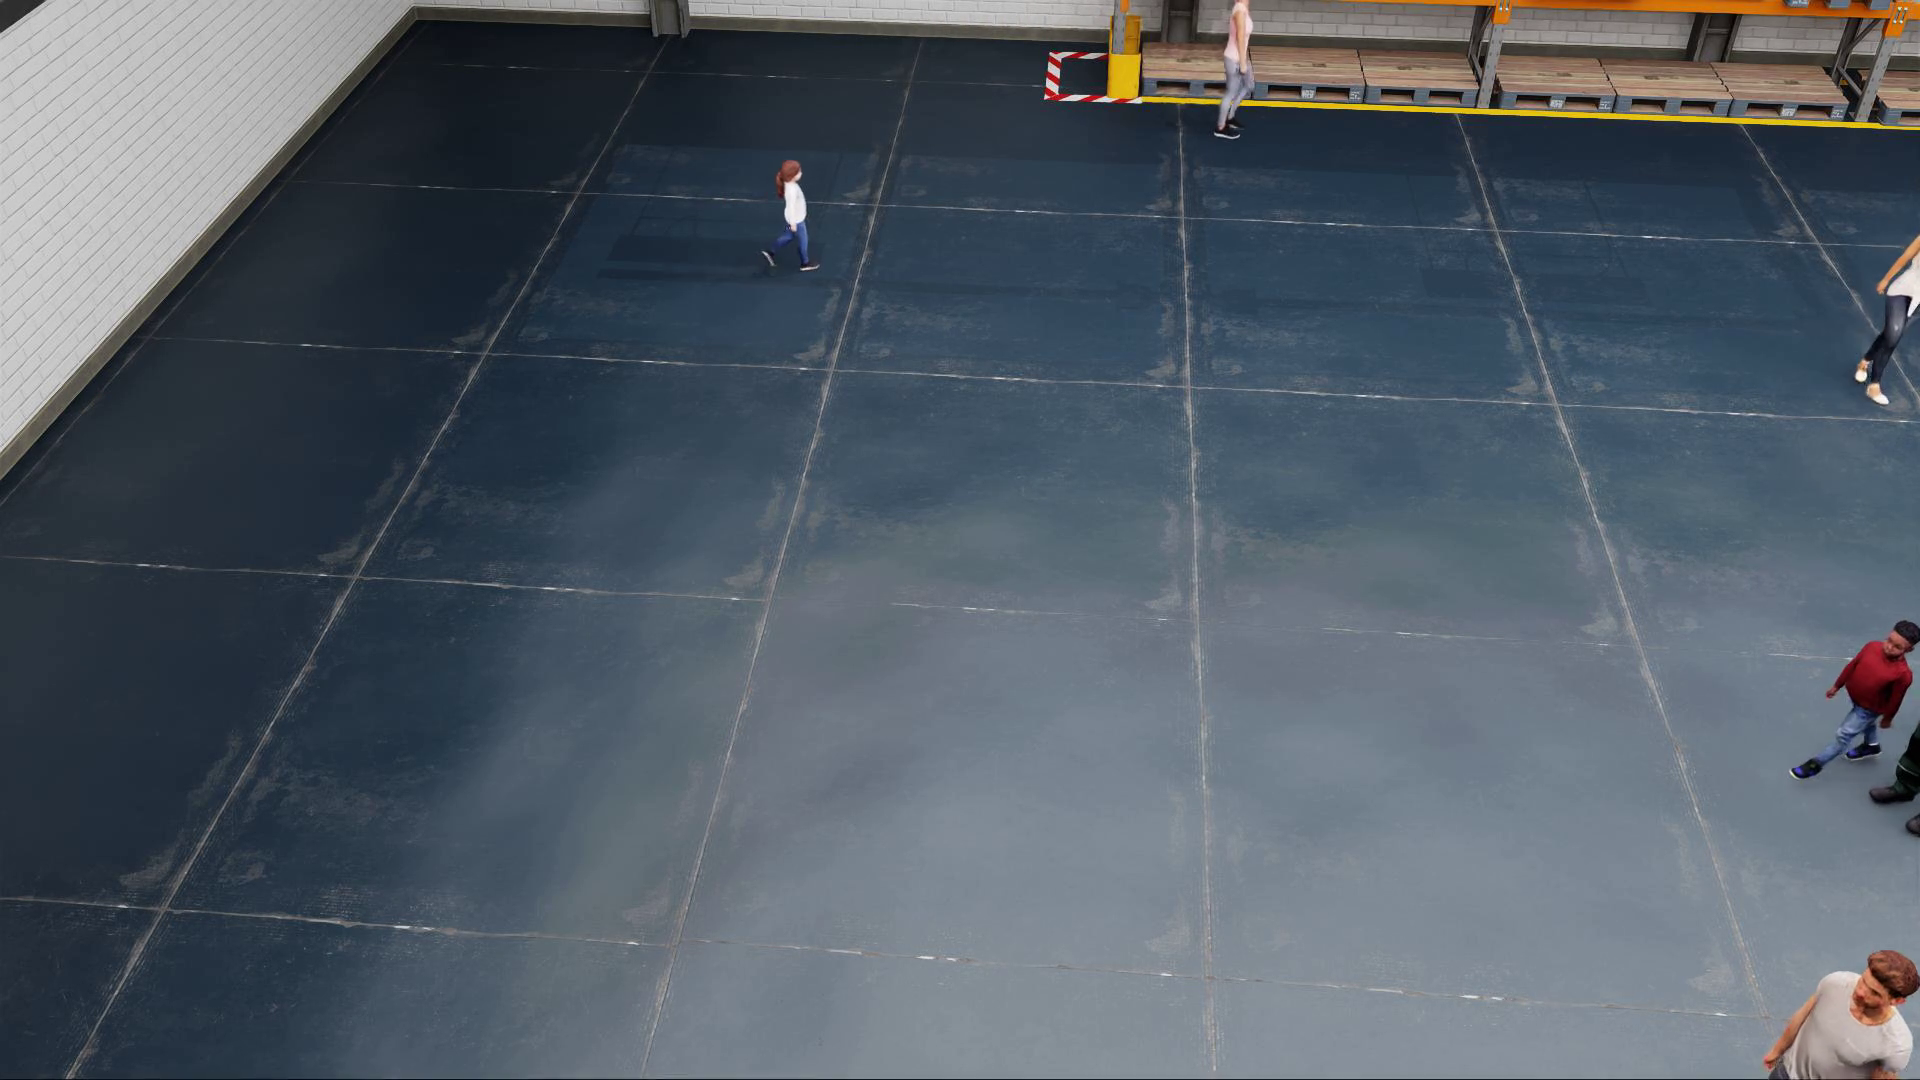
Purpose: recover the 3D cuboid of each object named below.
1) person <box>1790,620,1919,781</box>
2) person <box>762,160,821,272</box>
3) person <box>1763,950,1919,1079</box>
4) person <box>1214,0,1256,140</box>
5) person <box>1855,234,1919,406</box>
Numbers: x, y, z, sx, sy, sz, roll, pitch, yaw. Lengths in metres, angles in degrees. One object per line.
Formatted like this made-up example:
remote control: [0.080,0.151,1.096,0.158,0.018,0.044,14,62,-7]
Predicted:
person: [5.562,0.948,10.080,0.948,1.227,0.661,-7,39,-8]
person: [-1.556,-2.924,15.034,0.787,1.095,0.580,-9,39,-11]
person: [3.997,2.482,7.641,1.212,1.874,0.930,-11,40,-13]
person: [2.757,-4.958,17.085,0.628,1.714,0.601,10,40,12]
person: [7.590,-1.984,13.346,0.822,1.733,0.731,11,40,13]
